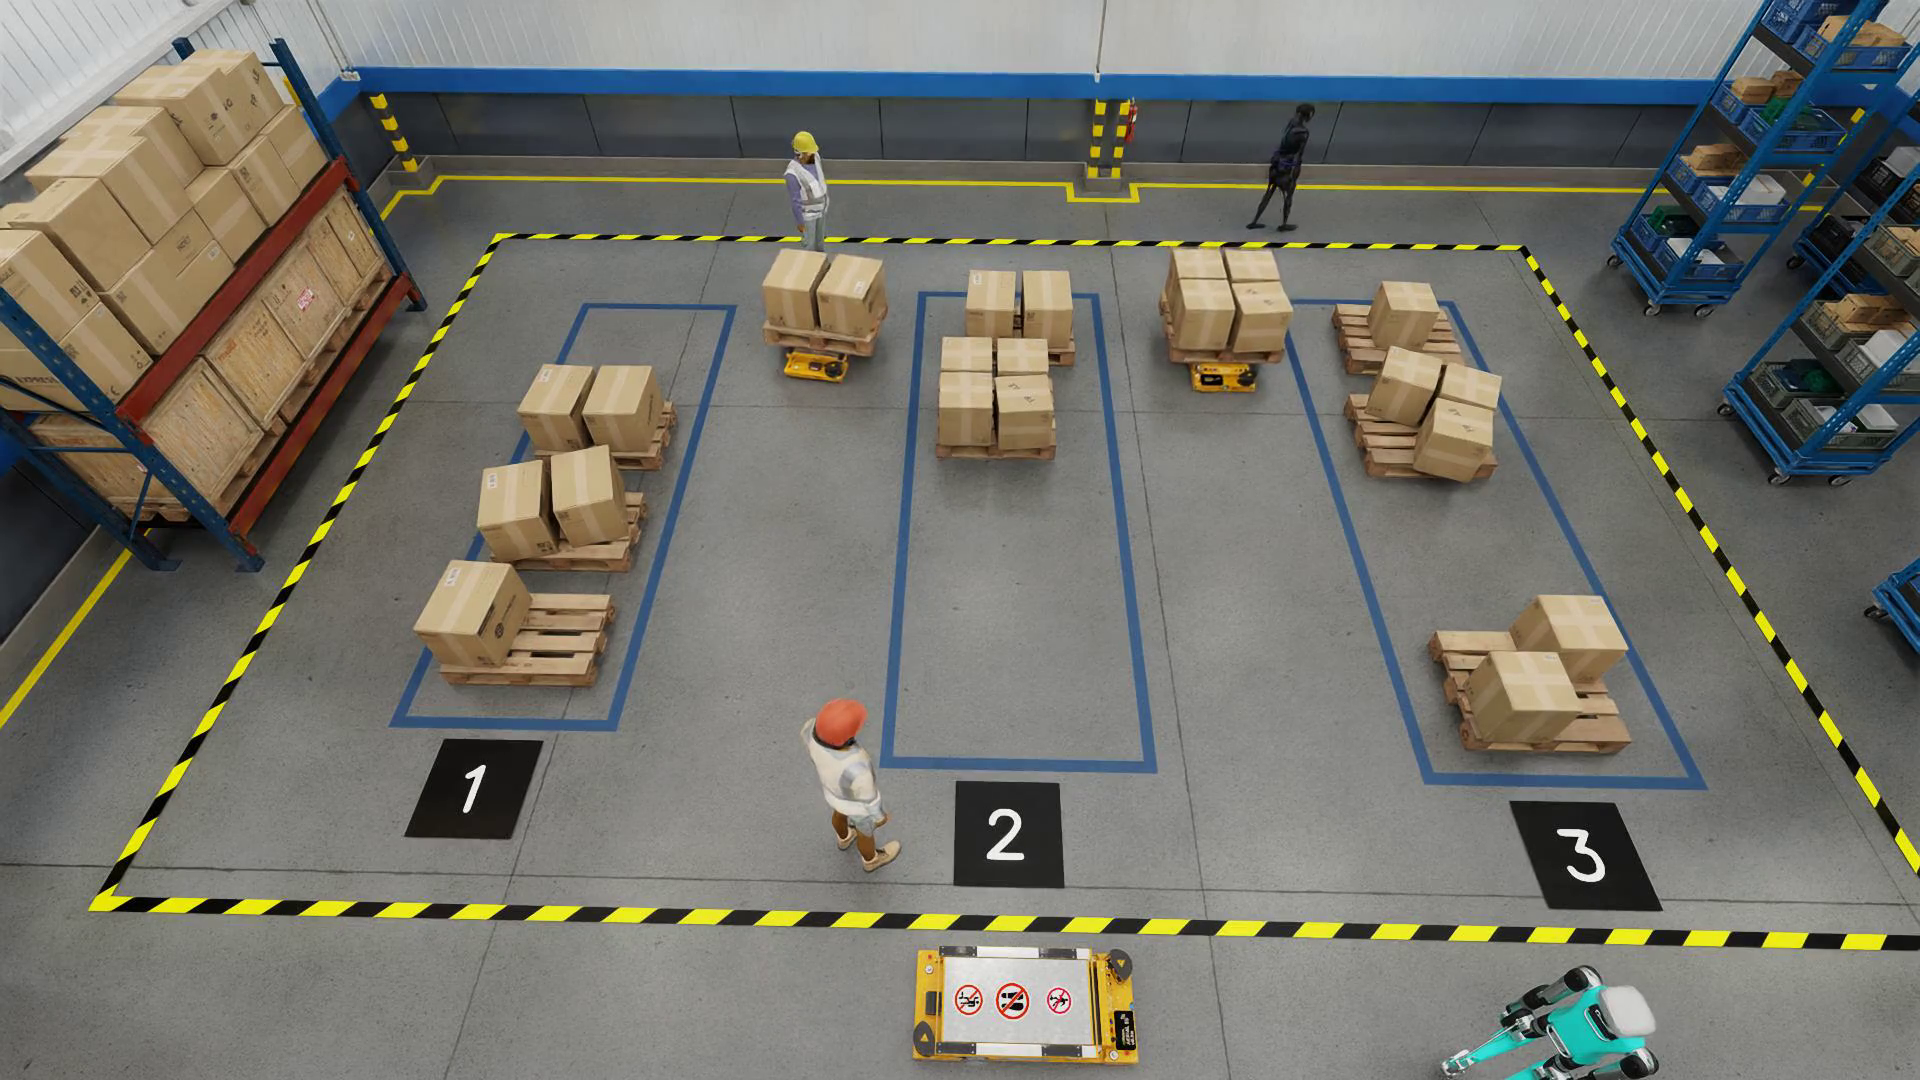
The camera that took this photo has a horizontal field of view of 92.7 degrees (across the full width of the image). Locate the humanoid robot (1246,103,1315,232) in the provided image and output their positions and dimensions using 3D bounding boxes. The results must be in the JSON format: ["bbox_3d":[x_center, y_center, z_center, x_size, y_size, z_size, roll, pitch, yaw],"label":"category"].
[{"bbox_3d":[4.047,-4.589,11.326,0.617,1.640,0.589,-7,51,-6],"label":"humanoid robot"}]

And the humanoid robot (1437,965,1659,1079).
[{"bbox_3d":[3.098,2.883,5.101,0.735,1.677,0.533,-12,52,-10],"label":"humanoid robot"}]

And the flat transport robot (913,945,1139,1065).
[{"bbox_3d":[0.422,3.041,6.007,1.431,0.231,0.659,1,51,1],"label":"flat transport robot"}]

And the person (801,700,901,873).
[{"bbox_3d":[-0.708,1.624,6.016,0.604,2.048,0.366,36,59,26],"label":"person"}]

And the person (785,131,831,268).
[{"bbox_3d":[-1.708,-3.830,10.600,0.404,1.827,0.600,20,53,15],"label":"person"}]

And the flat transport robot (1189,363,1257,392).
[{"bbox_3d":[2.870,-2.212,10.271,0.652,0.197,1.431,1,51,1],"label":"flat transport robot"}]

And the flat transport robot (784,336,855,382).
[{"bbox_3d":[-1.470,-2.358,10.390,0.652,0.197,1.431,9,51,7],"label":"flat transport robot"}]
